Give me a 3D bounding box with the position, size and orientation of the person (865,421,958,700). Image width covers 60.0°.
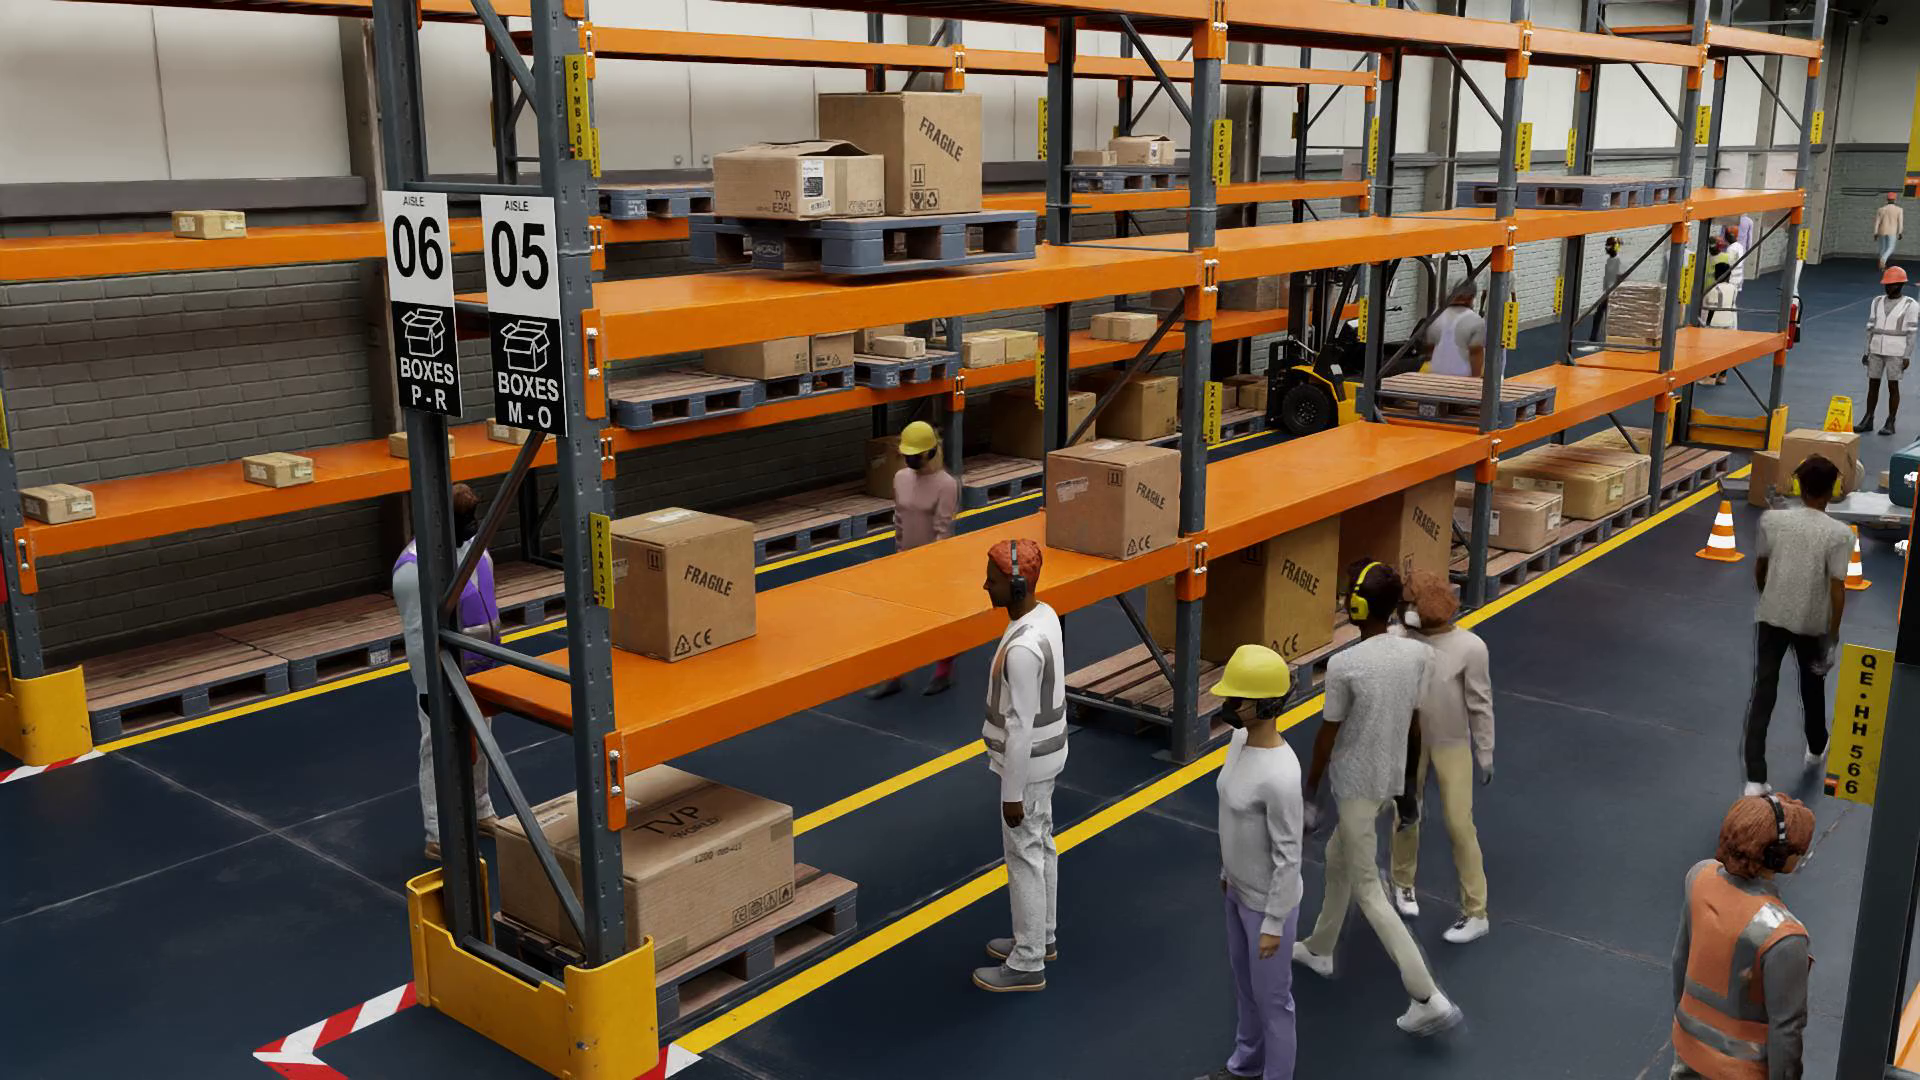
[{"bbox_3d":[-0.278,0.145,10.092,0.531,1.734,0.712,10,17,35],"label":"person"}]

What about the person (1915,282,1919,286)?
[{"bbox_3d":[21.897,-6.568,37.547,0.535,1.687,0.321,-6,15,-22],"label":"person"}]

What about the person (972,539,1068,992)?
[{"bbox_3d":[0.252,0.906,6.722,0.359,1.880,0.575,3,14,10],"label":"person"}]

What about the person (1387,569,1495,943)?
[{"bbox_3d":[2.048,0.917,7.251,0.604,1.600,0.381,10,17,34],"label":"person"}]

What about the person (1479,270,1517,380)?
[{"bbox_3d":[7.448,-3.116,23.111,0.536,1.869,0.312,12,18,40],"label":"person"}]

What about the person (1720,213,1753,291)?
[{"bbox_3d":[16.983,-6.402,36.430,0.648,1.902,0.403,6,15,23],"label":"person"}]

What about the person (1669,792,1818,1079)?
[{"bbox_3d":[2.217,1.503,4.779,0.310,1.638,0.523,-2,14,-8],"label":"person"}]

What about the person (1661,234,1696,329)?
[{"bbox_3d":[12.580,-4.519,29.147,0.579,1.711,0.821,7,16,27],"label":"person"}]

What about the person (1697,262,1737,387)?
[{"bbox_3d":[10.385,-2.951,22.792,0.540,1.695,0.317,-8,16,-31],"label":"person"}]

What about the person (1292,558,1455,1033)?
[{"bbox_3d":[1.612,0.983,6.507,0.530,1.835,0.923,-10,17,-35],"label":"person"}]

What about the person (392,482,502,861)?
[{"bbox_3d":[-2.406,0.623,7.970,0.429,1.837,0.627,5,15,18],"label":"person"}]

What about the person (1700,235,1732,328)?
[{"bbox_3d":[12.188,-4.006,26.841,0.753,1.821,0.573,-8,16,-30],"label":"person"}]

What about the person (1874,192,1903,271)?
[{"bbox_3d":[23.195,-7.707,41.596,0.787,1.970,0.624,-12,18,-40],"label":"person"}]

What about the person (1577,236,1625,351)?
[{"bbox_3d":[10.370,-3.894,26.365,0.924,1.834,0.515,-3,14,-12],"label":"person"}]

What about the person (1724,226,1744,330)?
[{"bbox_3d":[13.129,-4.404,28.345,0.343,1.872,0.586,12,18,40],"label":"person"}]

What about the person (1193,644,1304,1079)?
[{"bbox_3d":[1.001,1.209,5.711,0.329,1.769,0.526,-2,14,-8],"label":"person"}]

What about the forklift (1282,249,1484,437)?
[{"bbox_3d":[4.886,-2.214,18.767,2.313,2.155,1.214,11,18,38],"label":"forklift"}]

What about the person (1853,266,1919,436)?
[{"bbox_3d":[10.650,-2.170,19.118,0.373,1.934,0.551,-9,16,-31],"label":"person"}]

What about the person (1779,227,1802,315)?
[{"bbox_3d":[15.413,-5.017,30.853,0.432,1.884,0.660,8,16,29],"label":"person"}]

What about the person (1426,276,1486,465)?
[{"bbox_3d":[5.169,-1.764,17.251,0.927,2.000,0.695,-10,17,-36],"label":"person"}]

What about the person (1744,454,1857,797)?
[{"bbox_3d":[4.438,0.436,8.798,0.489,1.802,1.033,11,17,37],"label":"person"}]
